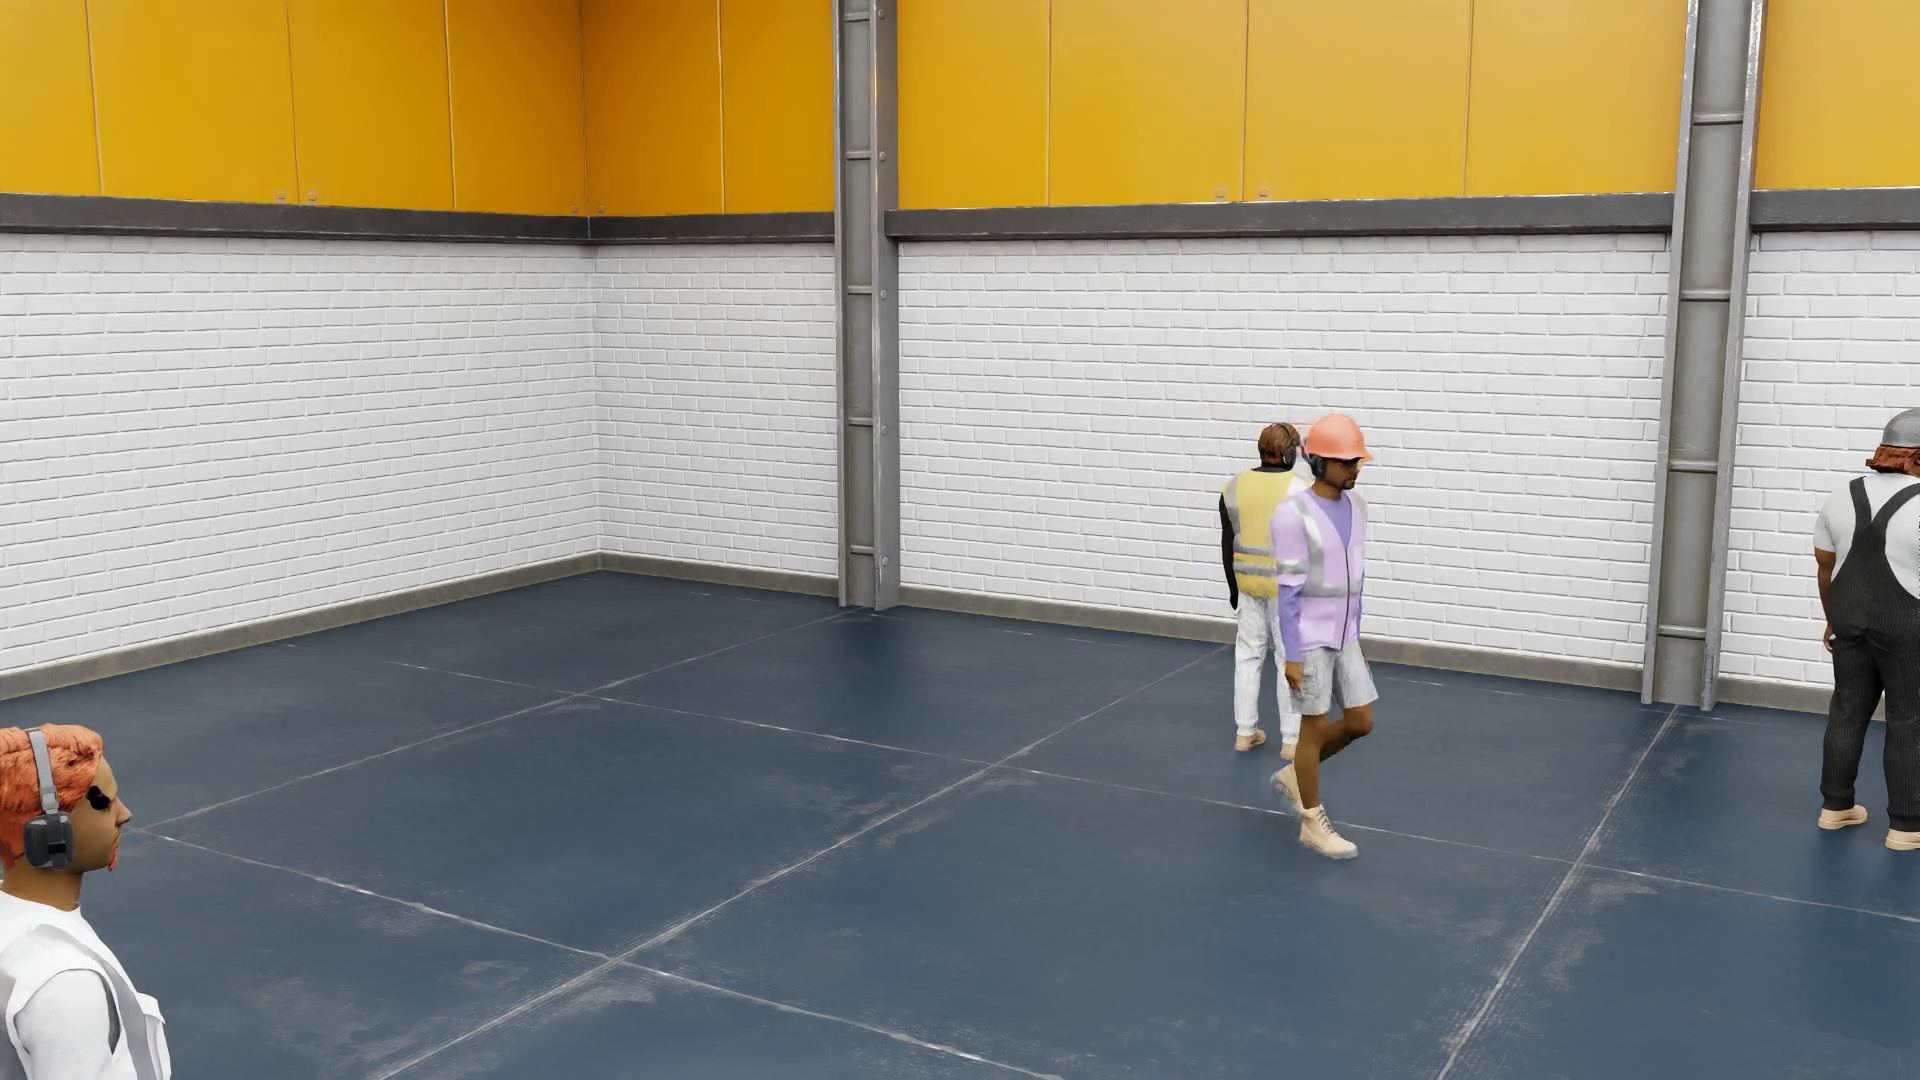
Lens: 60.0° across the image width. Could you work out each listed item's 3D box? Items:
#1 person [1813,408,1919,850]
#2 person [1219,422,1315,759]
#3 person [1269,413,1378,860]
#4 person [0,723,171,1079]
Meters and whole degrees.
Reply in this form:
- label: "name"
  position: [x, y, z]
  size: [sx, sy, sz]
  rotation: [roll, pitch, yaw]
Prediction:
- label: "person"
  position: [4.370, 0.395, 7.754]
  size: [0.535, 2.000, 0.685]
  rotation: [-5, 10, -27]
- label: "person"
  position: [1.732, 0.275, 9.127]
  size: [0.625, 1.844, 0.429]
  rotation: [7, 12, 38]
- label: "person"
  position: [1.635, 0.431, 7.565]
  size: [0.614, 2.025, 0.476]
  rotation: [-7, 11, -36]
- label: "person"
  position: [-1.555, 1.245, 2.944]
  size: [0.575, 1.882, 0.355]
  rotation: [9, 13, 44]
